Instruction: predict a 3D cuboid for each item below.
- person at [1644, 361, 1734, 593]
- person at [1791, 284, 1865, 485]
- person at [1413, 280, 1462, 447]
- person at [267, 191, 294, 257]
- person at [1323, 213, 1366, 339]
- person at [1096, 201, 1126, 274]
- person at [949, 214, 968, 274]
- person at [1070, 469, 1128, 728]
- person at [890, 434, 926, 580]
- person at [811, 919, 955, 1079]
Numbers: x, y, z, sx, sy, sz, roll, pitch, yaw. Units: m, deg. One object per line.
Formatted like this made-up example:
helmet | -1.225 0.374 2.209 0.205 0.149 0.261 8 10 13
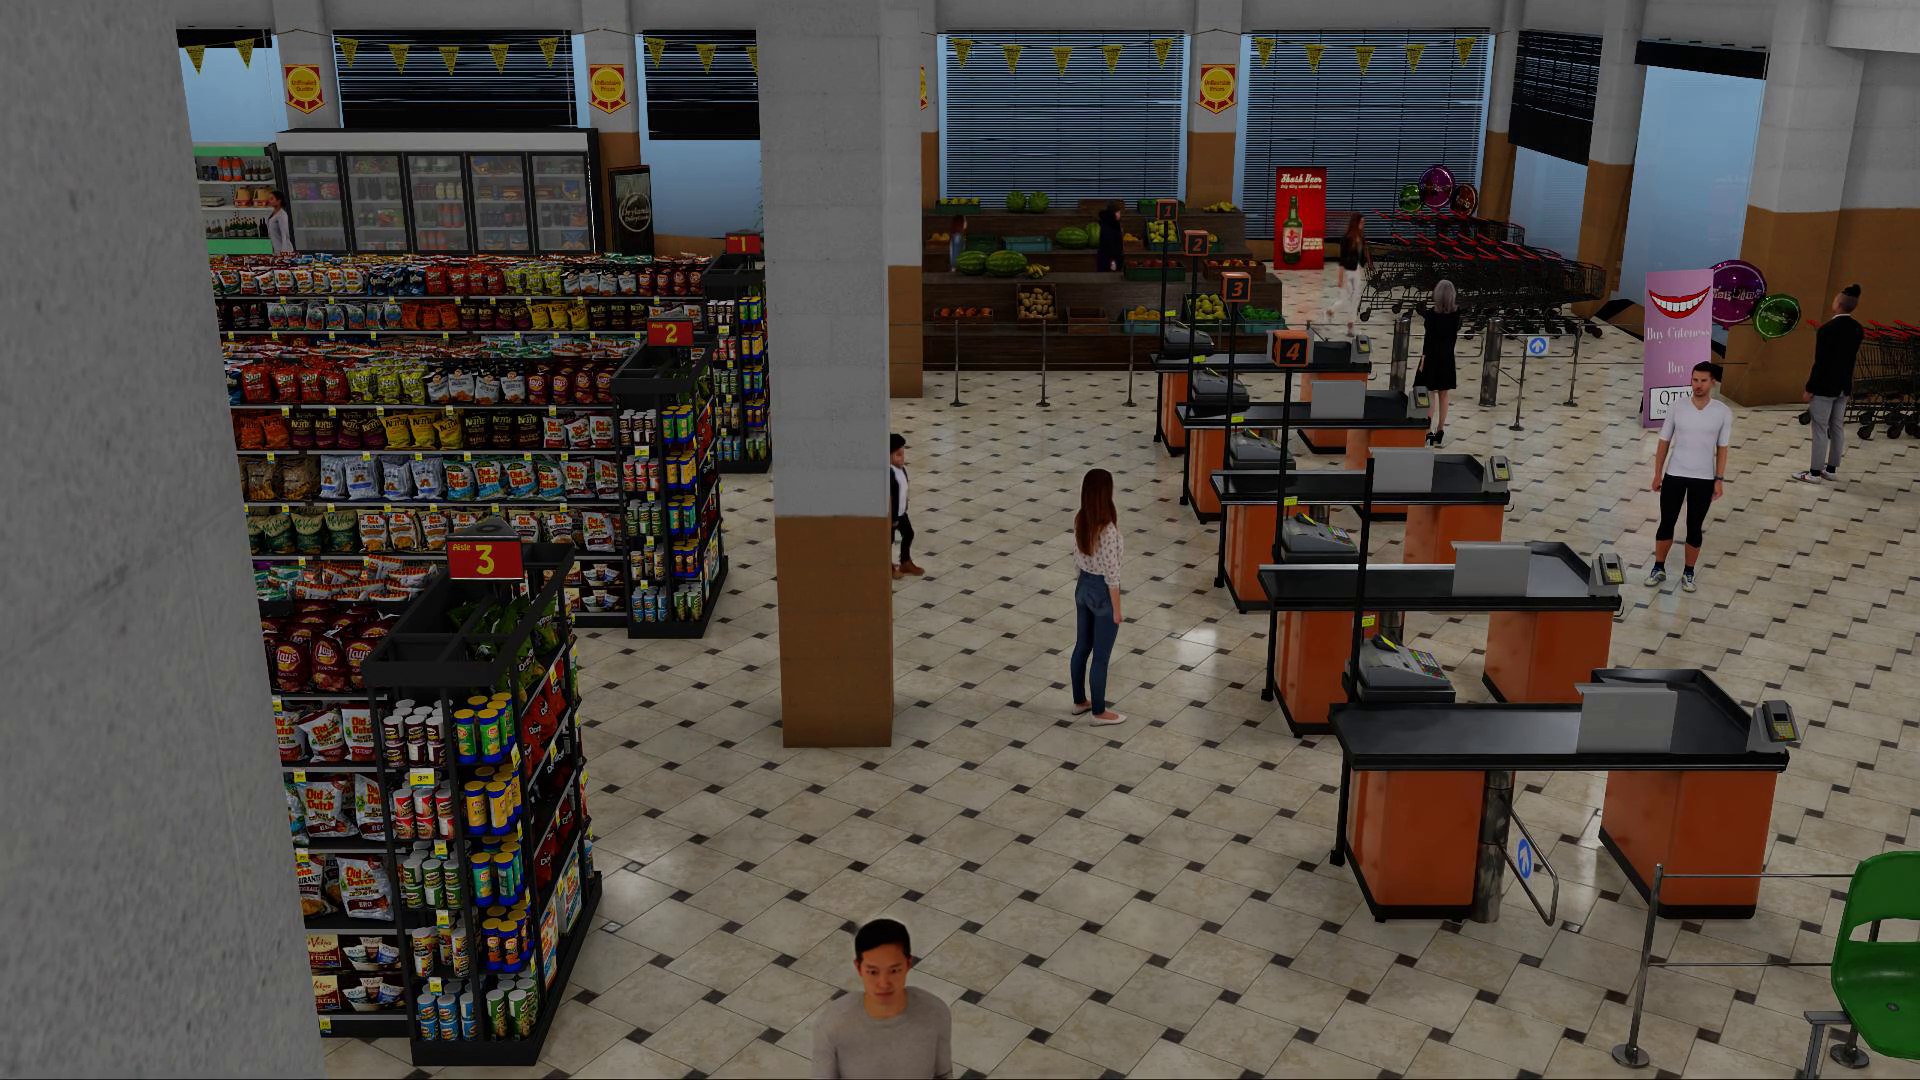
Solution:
person | 5.831 -0.519 13.288 0.669 1.851 0.819 9 21 25
person | 8.447 -1.516 16.091 0.686 1.948 0.847 -7 20 -21
person | 5.012 -1.867 17.447 0.627 1.747 0.739 -8 20 -22
person | -10.075 -4.314 24.723 0.750 1.735 0.715 -14 23 -36
person | 5.260 -3.606 22.705 0.943 1.683 0.944 -13 22 -33
person | 2.089 -4.074 24.123 0.700 1.665 0.710 3 19 8
person | -0.112 -3.979 24.185 0.954 1.445 0.594 0 19 -1
person | 0.888 0.364 10.858 0.666 1.729 0.653 -11 21 -29
person | -0.592 -0.275 13.557 0.669 1.216 0.611 7 20 21
person | -0.255 2.075 5.656 0.568 1.811 0.773 -5 19 -14
